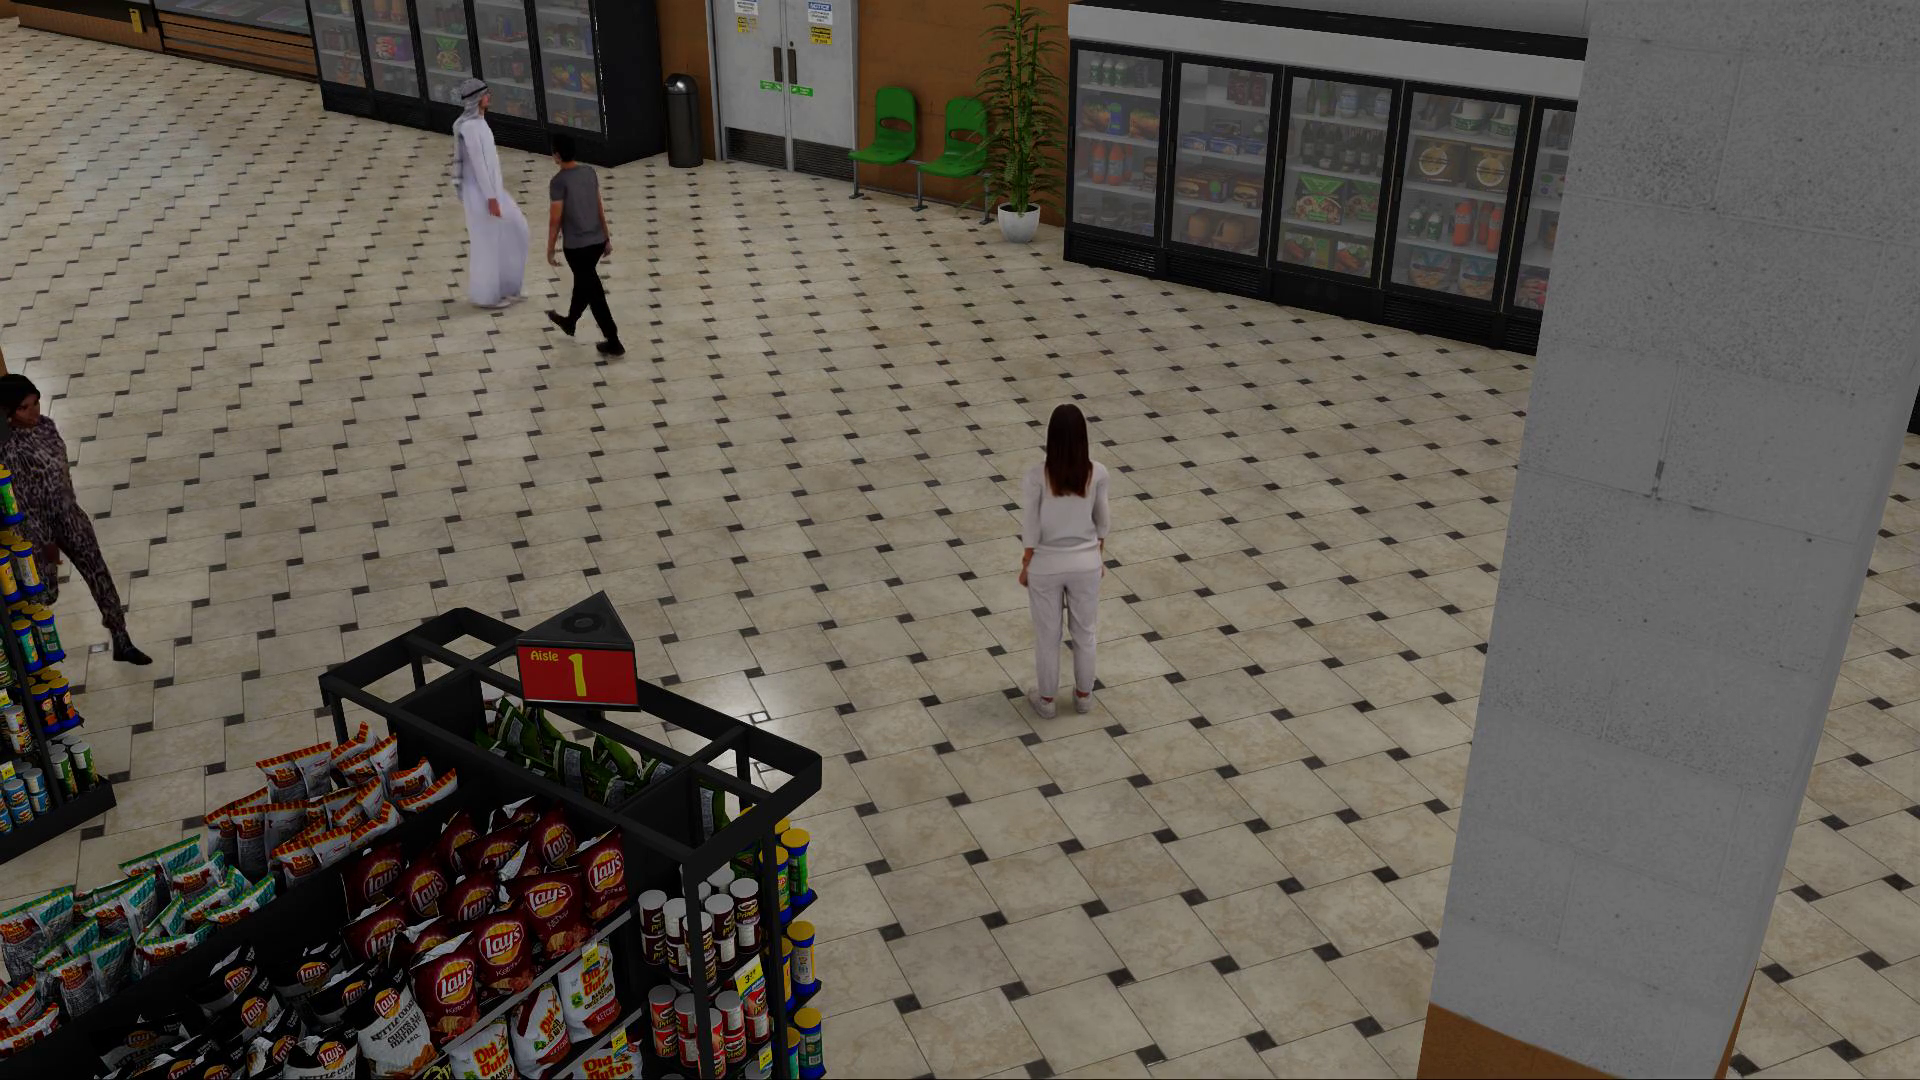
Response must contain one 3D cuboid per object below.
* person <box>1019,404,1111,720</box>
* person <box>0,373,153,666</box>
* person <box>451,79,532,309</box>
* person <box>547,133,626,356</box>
[{"bbox_3d":[0.521,0.112,8.235,0.677,1.688,0.739,-5,27,-9],"label":"person"},{"bbox_3d":[-4.768,-0.052,8.566,0.813,1.681,1.062,8,28,15],"label":"person"},{"bbox_3d":[-4.056,-2.860,13.848,0.933,1.913,0.884,0,27,1],"label":"person"},{"bbox_3d":[-2.849,-2.247,12.855,0.761,1.716,1.054,15,31,28],"label":"person"}]
